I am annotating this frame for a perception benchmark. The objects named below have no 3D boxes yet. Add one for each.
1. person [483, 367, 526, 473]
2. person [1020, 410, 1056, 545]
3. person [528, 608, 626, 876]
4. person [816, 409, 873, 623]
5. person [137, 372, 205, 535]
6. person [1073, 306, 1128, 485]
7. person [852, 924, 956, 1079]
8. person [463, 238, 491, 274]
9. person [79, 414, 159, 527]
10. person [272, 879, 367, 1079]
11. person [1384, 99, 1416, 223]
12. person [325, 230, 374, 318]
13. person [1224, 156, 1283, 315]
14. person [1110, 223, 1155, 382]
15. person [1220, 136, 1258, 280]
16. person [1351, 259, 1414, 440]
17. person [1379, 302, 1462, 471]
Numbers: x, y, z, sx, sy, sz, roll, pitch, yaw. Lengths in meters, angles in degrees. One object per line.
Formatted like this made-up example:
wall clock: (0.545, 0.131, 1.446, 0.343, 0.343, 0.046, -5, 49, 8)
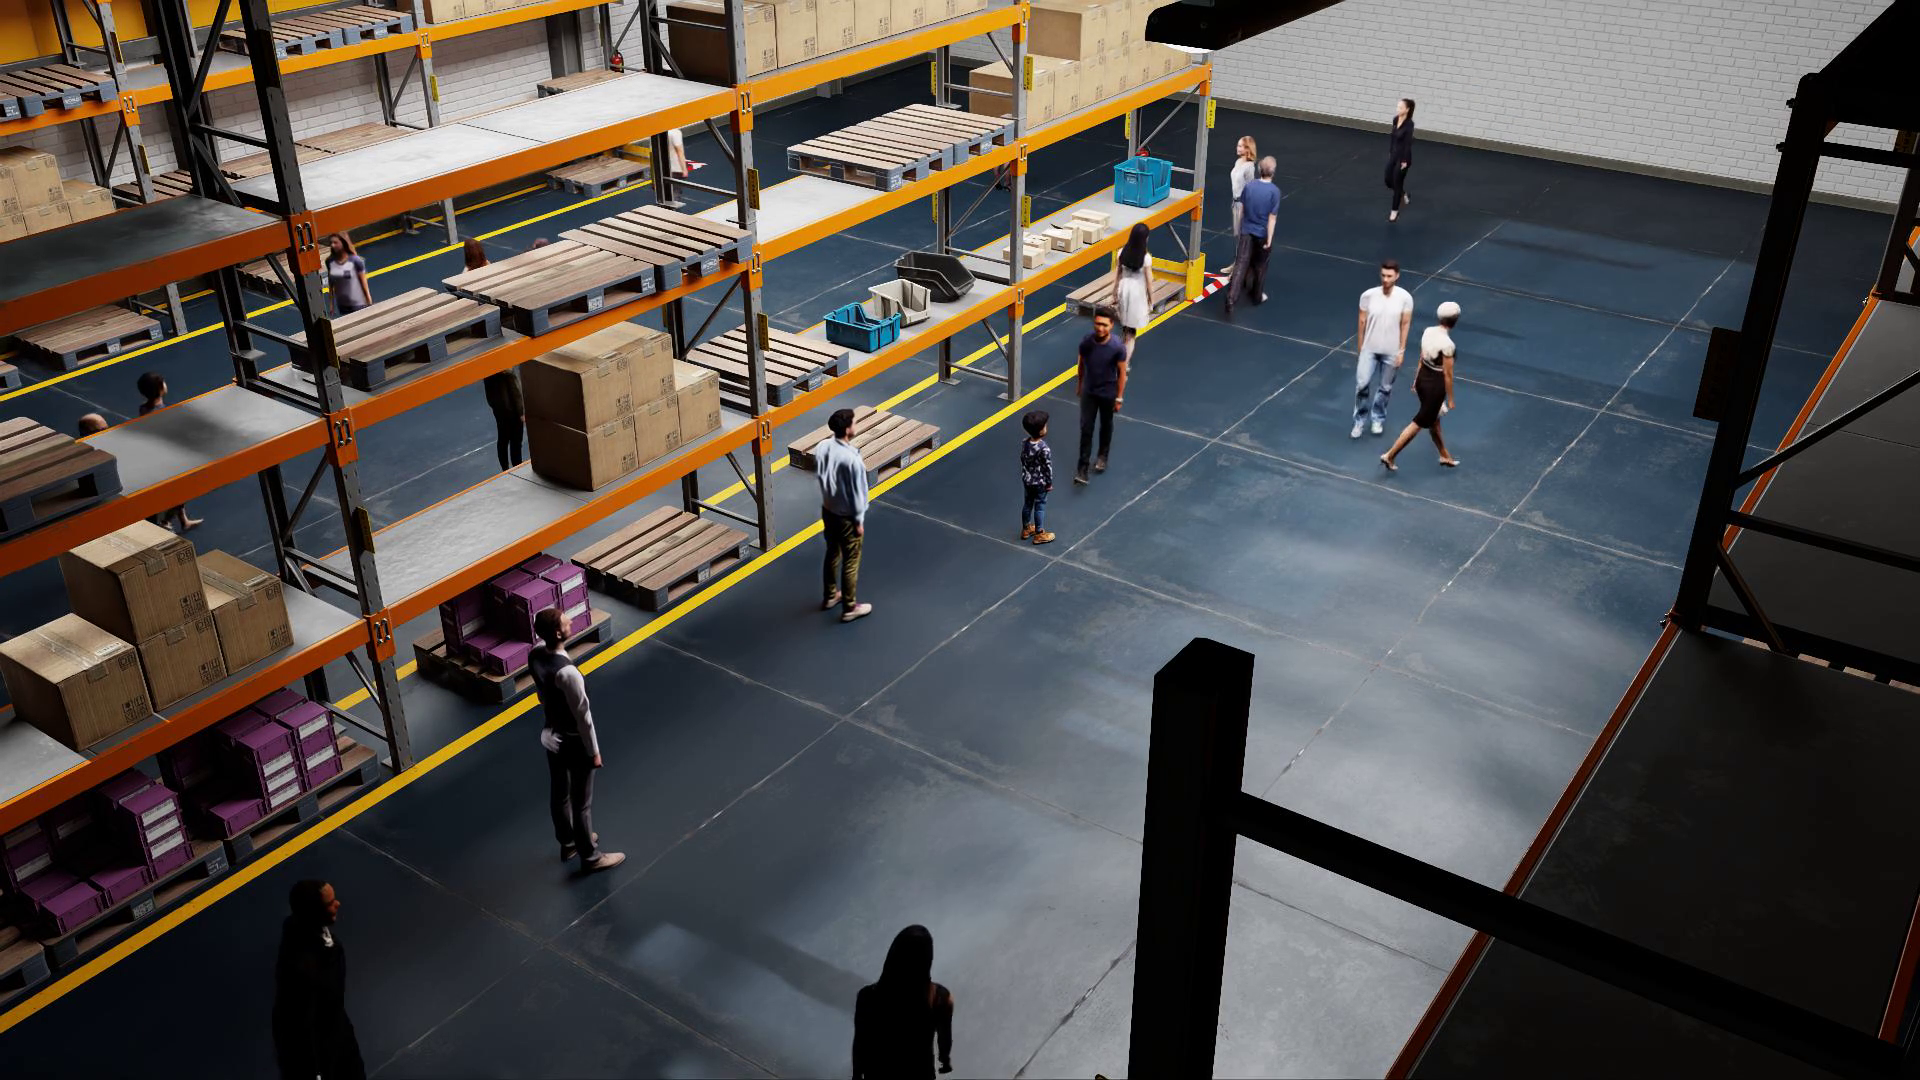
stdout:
person: (-4.281, -1.230, 15.704, 0.585, 1.477, 0.512, 21, 35, 33)
person: (0.671, -0.568, 14.728, 0.536, 1.250, 0.538, -23, 36, -36)
person: (-2.510, 1.270, 10.641, 0.631, 1.938, 0.696, -25, 37, -38)
person: (-0.961, -0.217, 13.503, 0.658, 1.807, 0.727, -21, 35, -34)
person: (-7.047, -0.725, 14.699, 0.596, 1.553, 0.733, 16, 32, 26)
person: (1.348, -1.431, 15.796, 0.869, 1.743, 1.127, 10, 30, 17)
person: (-0.311, 2.755, 8.216, 0.965, 1.653, 1.125, -1, 29, -1)
person: (-5.218, -2.571, 18.160, 0.603, 1.481, 0.425, 17, 33, 29)
person: (-6.686, -0.239, 13.584, 0.733, 1.769, 0.857, 15, 32, 26)
person: (-3.370, 2.533, 8.399, 1.306, 1.868, 1.202, -5, 29, -10)
person: (6.069, -5.189, 22.733, 0.875, 1.697, 0.771, -14, 32, -24)
person: (-6.473, -2.537, 17.879, 0.841, 1.689, 1.168, 9, 30, 16)
person: (3.447, -3.546, 19.585, 0.730, 1.827, 1.171, 14, 32, 24)
person: (1.794, -2.480, 17.700, 0.619, 1.762, 0.664, 17, 33, 28)
person: (3.519, -4.144, 20.714, 0.708, 1.796, 0.653, -6, 29, -10)
person: (4.224, -1.939, 16.622, 0.789, 1.844, 0.851, 8, 30, 15)
person: (4.364, -1.377, 15.734, 1.129, 1.707, 1.073, -5, 29, -9)
